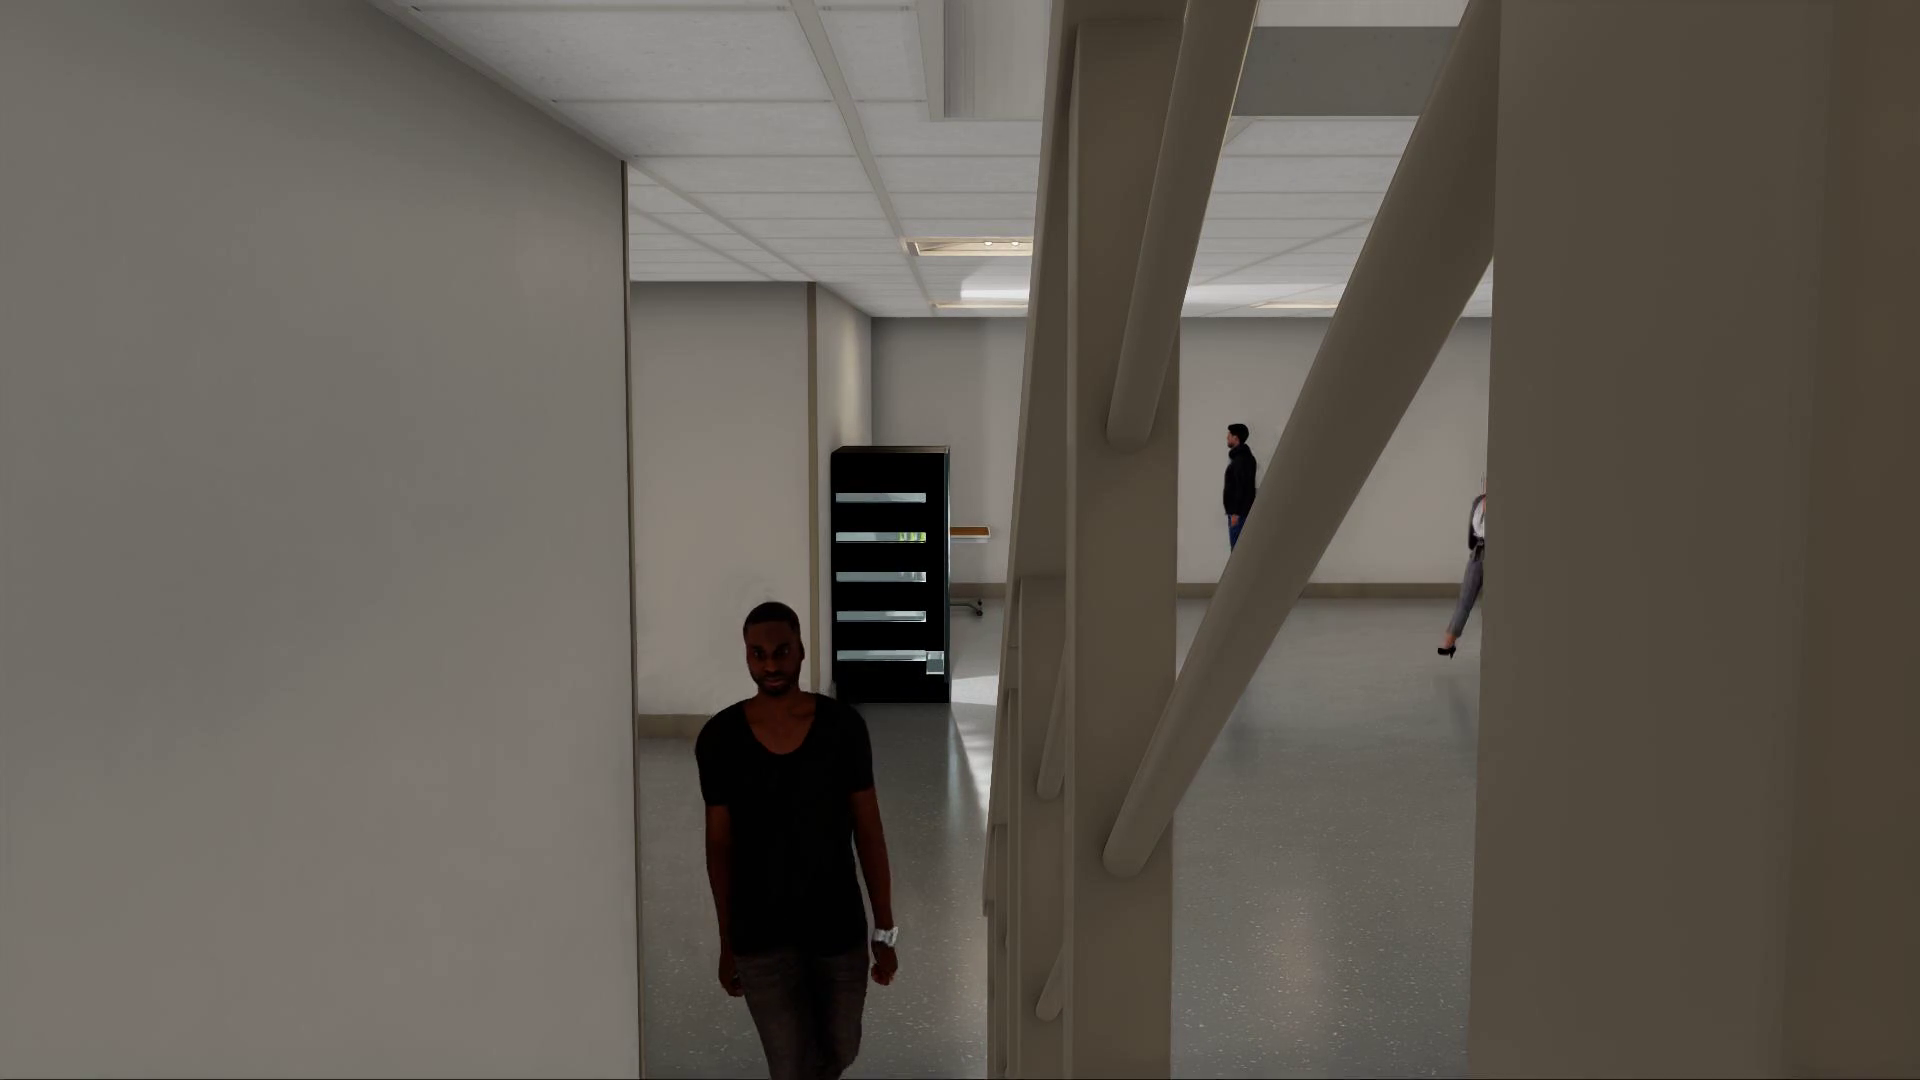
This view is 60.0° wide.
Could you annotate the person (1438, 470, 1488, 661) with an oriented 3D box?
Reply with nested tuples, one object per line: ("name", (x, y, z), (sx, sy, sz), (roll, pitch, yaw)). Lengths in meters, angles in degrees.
("person", (4.427, 0.225, 13.630), (1.056, 1.630, 1.081), (-4, 7, -32))

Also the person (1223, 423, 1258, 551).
("person", (2.919, -0.264, 17.193), (0.810, 1.890, 0.655), (2, 6, 21))

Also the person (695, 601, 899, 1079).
("person", (-0.450, 1.057, 4.636), (0.733, 1.775, 1.053), (-1, 6, -5))
